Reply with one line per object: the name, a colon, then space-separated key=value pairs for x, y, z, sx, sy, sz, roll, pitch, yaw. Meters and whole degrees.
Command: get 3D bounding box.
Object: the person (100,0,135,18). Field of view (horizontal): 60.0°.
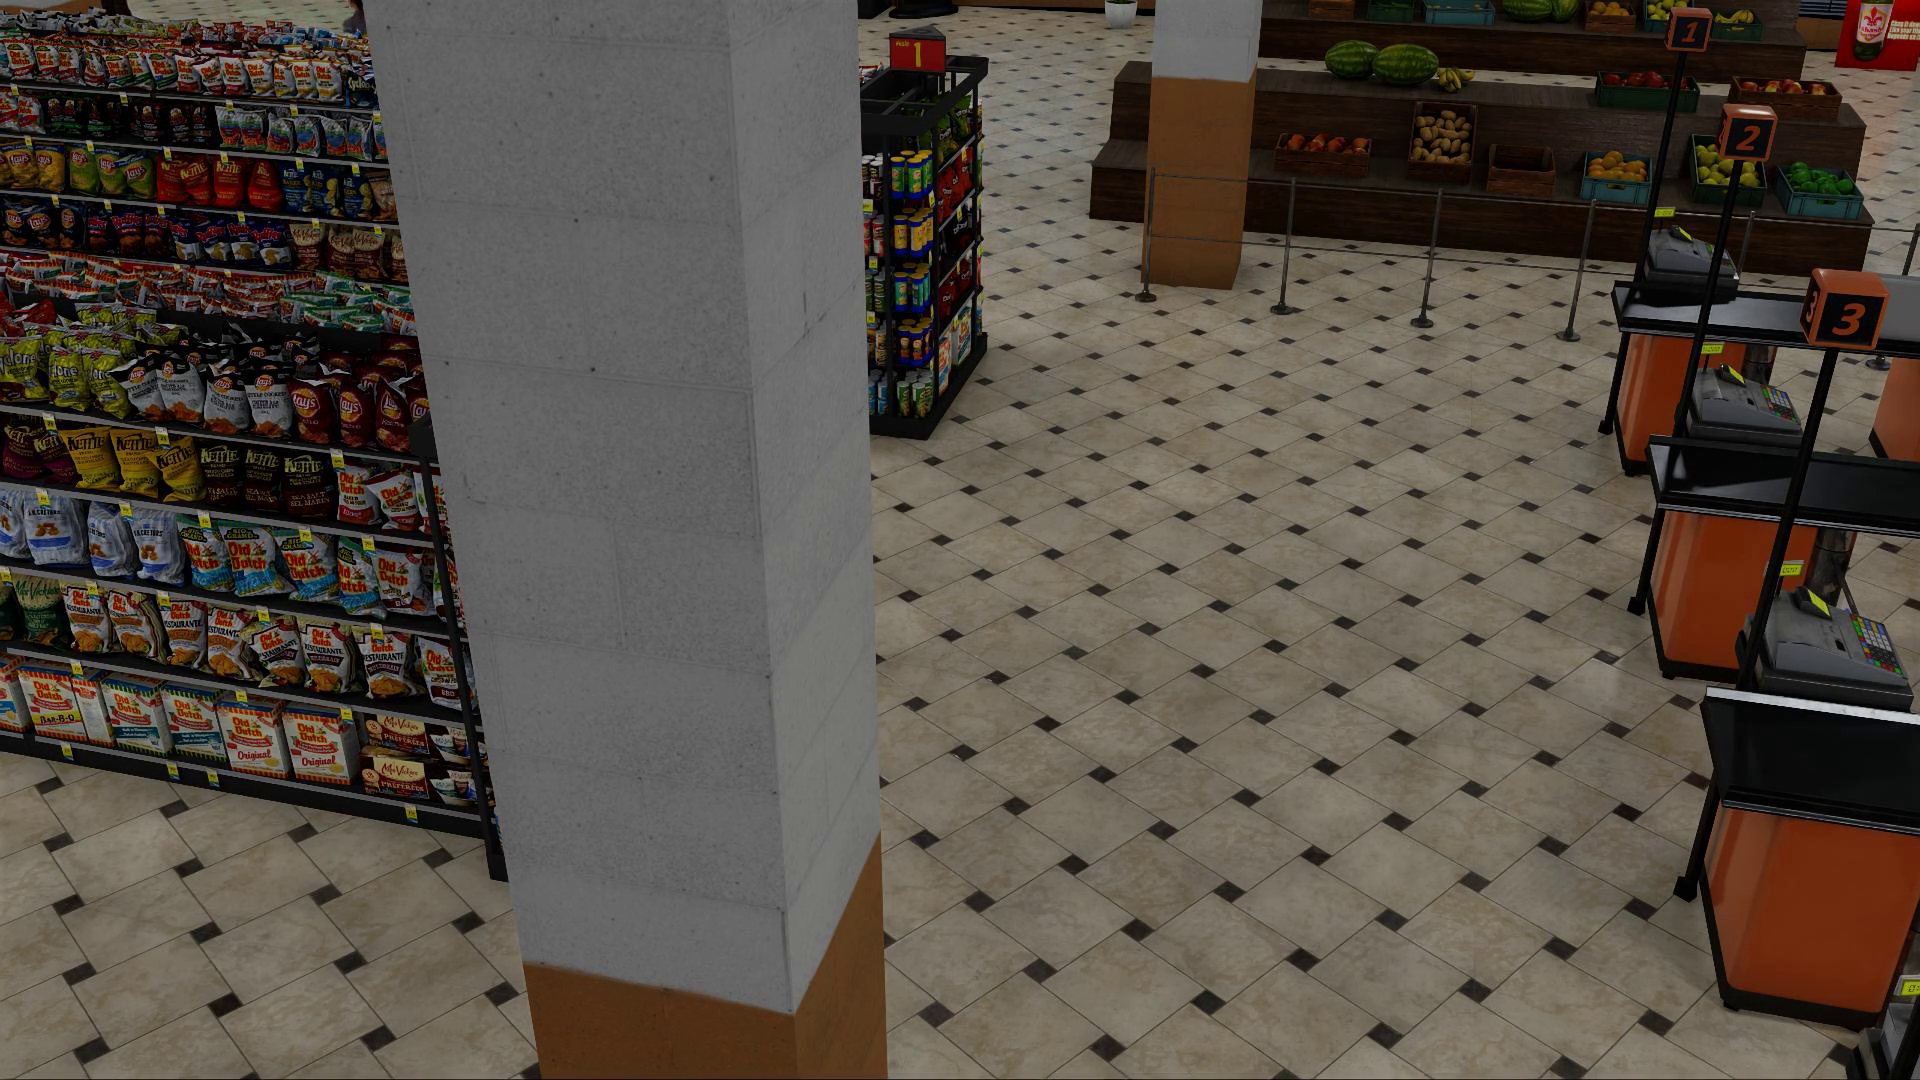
person: x=-8.491 y=-5.214 z=16.893 sx=0.705 sy=1.696 sz=0.676 roll=-11 pitch=31 yaw=-20
